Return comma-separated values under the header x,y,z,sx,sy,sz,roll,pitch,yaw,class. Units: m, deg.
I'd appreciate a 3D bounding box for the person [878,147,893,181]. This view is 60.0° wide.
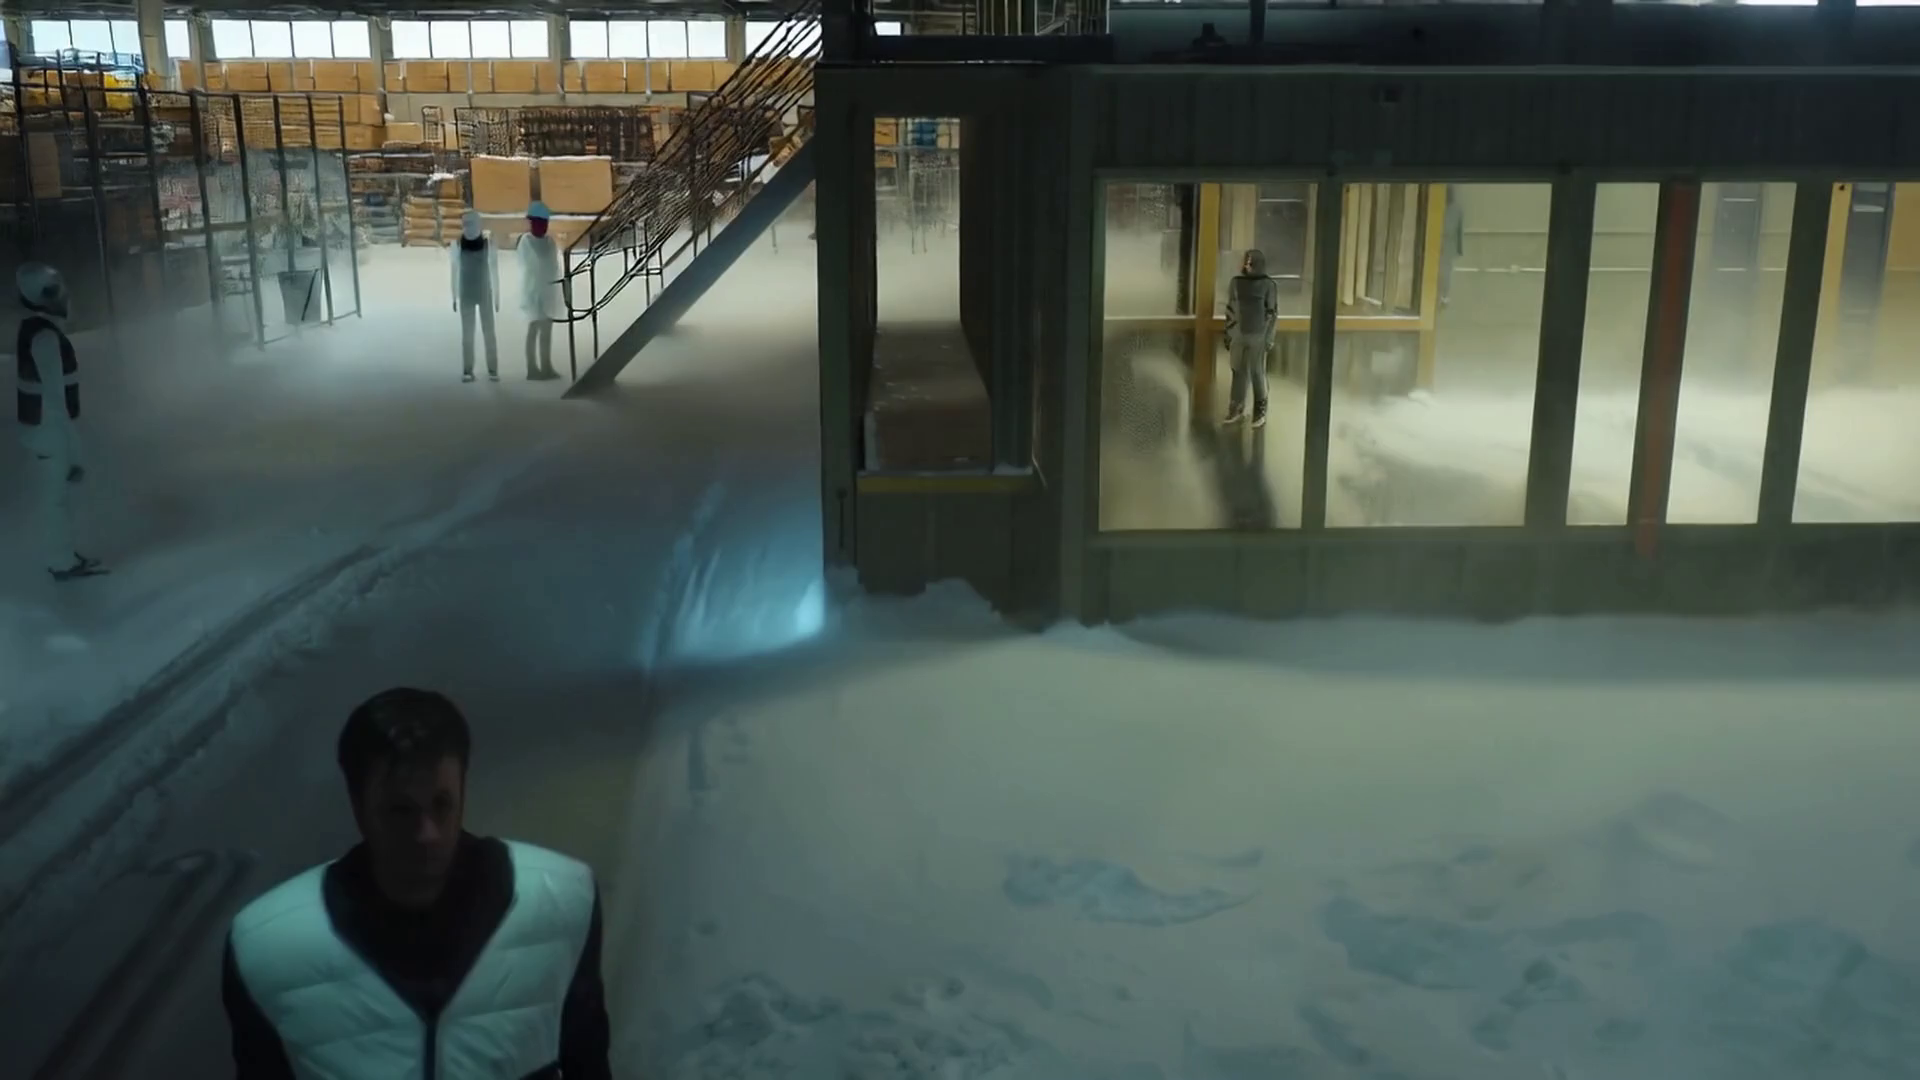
x,y,z,sx,sy,sz,roll,pitch,yaw,class
-3.069,-15.423,68.737,0.612,2.013,0.980,-2,14,-9,person

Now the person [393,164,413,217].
x,y,z,sx,sy,sz,roll,pitch,yaw,class
-16.111,-10.075,48.170,0.537,1.603,0.710,-3,14,-12,person

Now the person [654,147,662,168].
x,y,z,sx,sy,sz,roll,pitch,yaw,class
-13.531,-16.790,74.763,0.540,1.725,0.571,1,14,5,person

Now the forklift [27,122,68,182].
x,y,z,sx,sy,sz,roll,pitch,yaw,class
-35.376,-14.773,64.377,1.129,2.768,1.873,-1,14,-2,forklift

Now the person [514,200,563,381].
x,y,z,sx,sy,sz,roll,pitch,yaw,class
-4.575,-2.713,18.097,0.365,1.936,0.548,5,15,20,person

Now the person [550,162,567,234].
x,y,z,sx,sy,sz,roll,pitch,yaw,class
-10.169,-8.611,41.928,0.551,1.809,0.597,-7,16,-25,person

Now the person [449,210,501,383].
x,y,z,sx,sy,sz,roll,pitch,yaw,class
-5.204,-2.616,17.890,0.506,1.846,0.345,-4,14,-14,person

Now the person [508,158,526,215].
x,y,z,sx,sy,sz,roll,pitch,yaw,class
-11.253,-8.731,42.245,0.901,1.895,0.557,4,15,16,person

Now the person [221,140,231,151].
x,y,z,sx,sy,sz,roll,pitch,yaw,class
-36.399,-18.889,82.743,0.768,1.953,0.392,7,16,27,person

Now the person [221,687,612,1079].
x,y,z,sx,sy,sz,roll,pitch,yaw,class
-0.864,1.135,2.778,0.586,1.910,0.395,-6,15,-22,person

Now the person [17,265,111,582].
x,y,z,sx,sy,sz,roll,pitch,yaw,class
-5.500,-0.700,10.088,0.369,1.913,0.597,-10,17,-34,person

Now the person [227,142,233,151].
x,y,z,sx,sy,sz,roll,pitch,yaw,class
-40.133,-20.984,91.500,0.547,1.735,0.597,7,16,25,person

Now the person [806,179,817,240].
x,y,z,sx,sy,sz,roll,pitch,yaw,class
-3.350,-8.184,39.867,0.717,1.978,0.628,3,14,11,person
